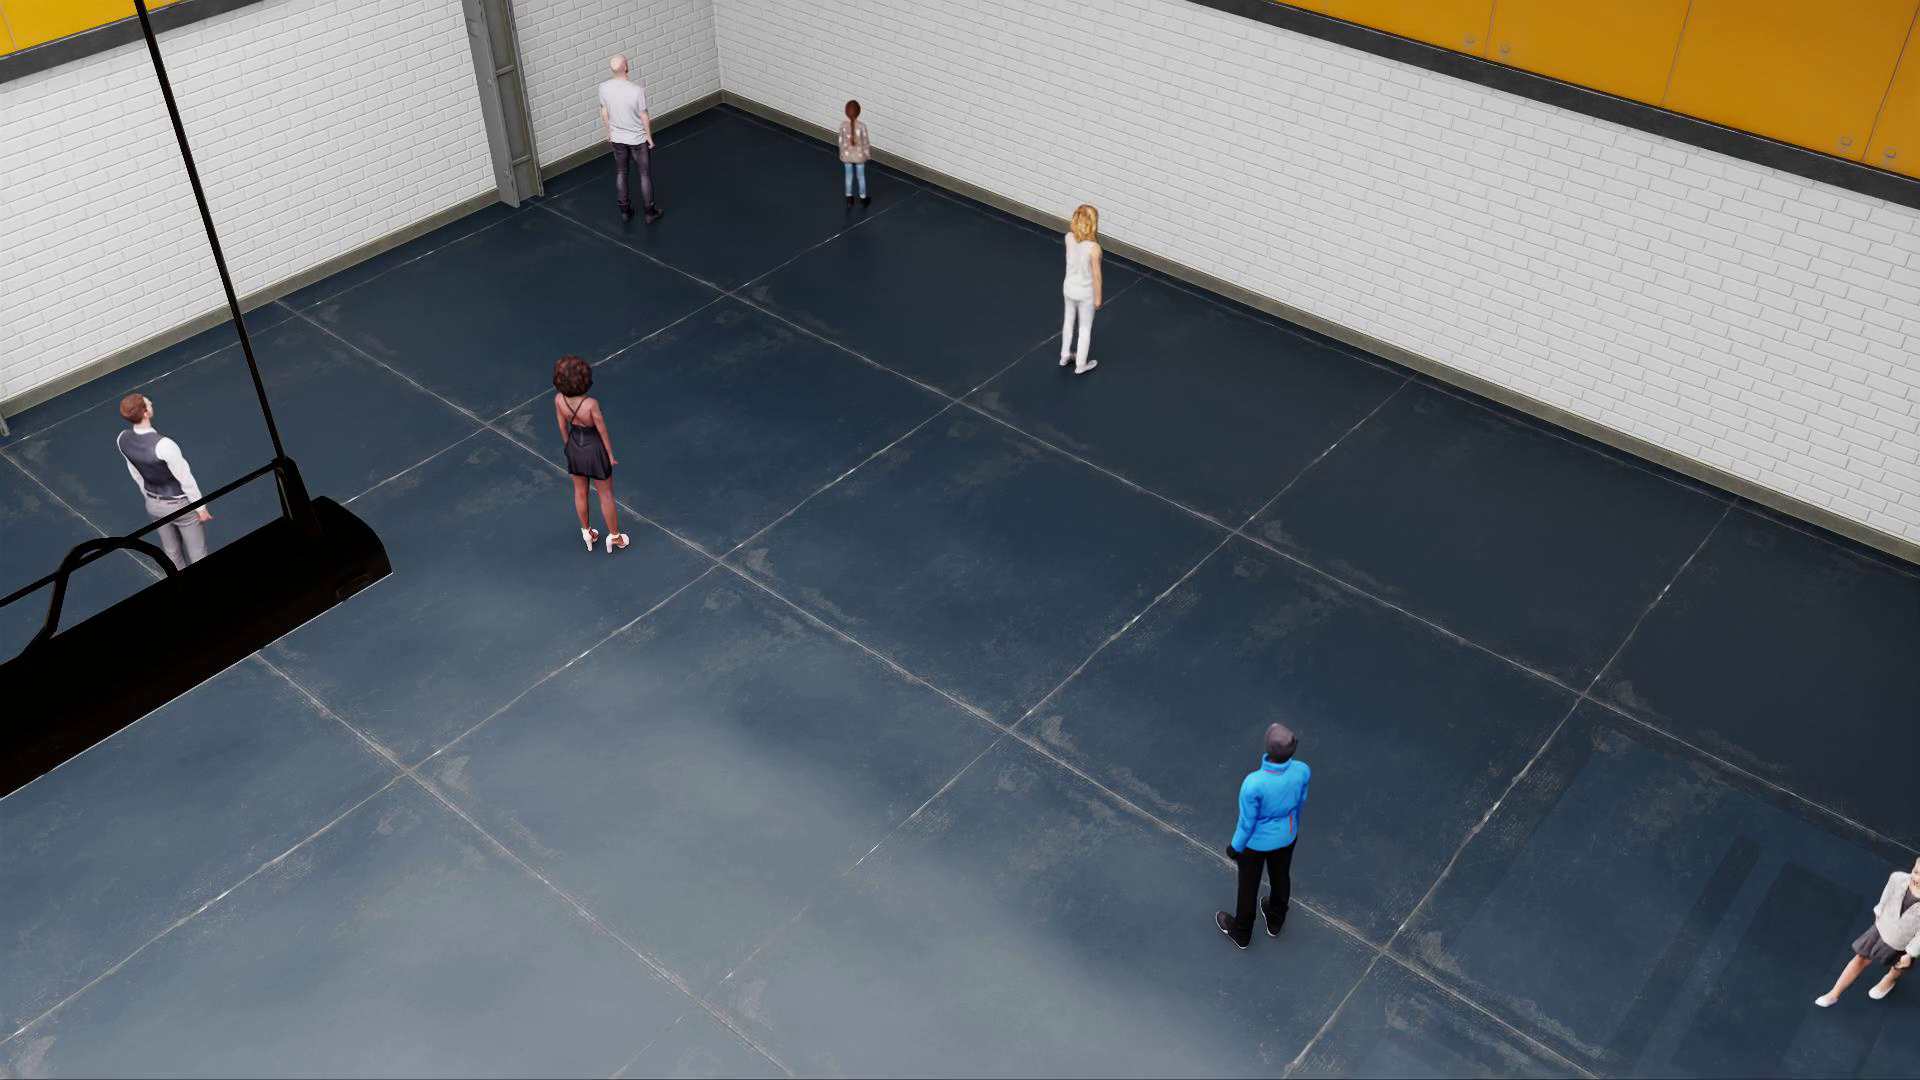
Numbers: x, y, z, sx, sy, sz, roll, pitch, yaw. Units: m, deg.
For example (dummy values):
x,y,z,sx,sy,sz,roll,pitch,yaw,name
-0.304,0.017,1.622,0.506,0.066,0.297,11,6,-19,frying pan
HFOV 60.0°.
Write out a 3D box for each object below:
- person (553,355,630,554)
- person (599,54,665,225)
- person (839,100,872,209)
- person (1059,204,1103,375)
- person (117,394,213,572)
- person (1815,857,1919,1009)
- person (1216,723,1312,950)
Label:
x,y,z,sx,sy,sz,roll,pitch,yaw,name
-2.904,-0.655,12.987,0.643,1.789,0.652,11,40,13,person
-3.463,-4.192,17.381,0.755,1.832,0.748,8,39,10,person
-1.135,-4.137,17.825,0.559,1.194,0.590,4,39,5,person
1.065,-2.294,15.135,0.563,1.670,0.620,-30,48,-32,person
-5.871,-0.271,12.387,0.733,1.938,0.709,11,40,13,person
5.545,2.282,9.745,0.897,1.246,0.646,-23,44,-26,person
1.842,1.779,9.937,0.634,1.792,0.753,-14,41,-17,person
